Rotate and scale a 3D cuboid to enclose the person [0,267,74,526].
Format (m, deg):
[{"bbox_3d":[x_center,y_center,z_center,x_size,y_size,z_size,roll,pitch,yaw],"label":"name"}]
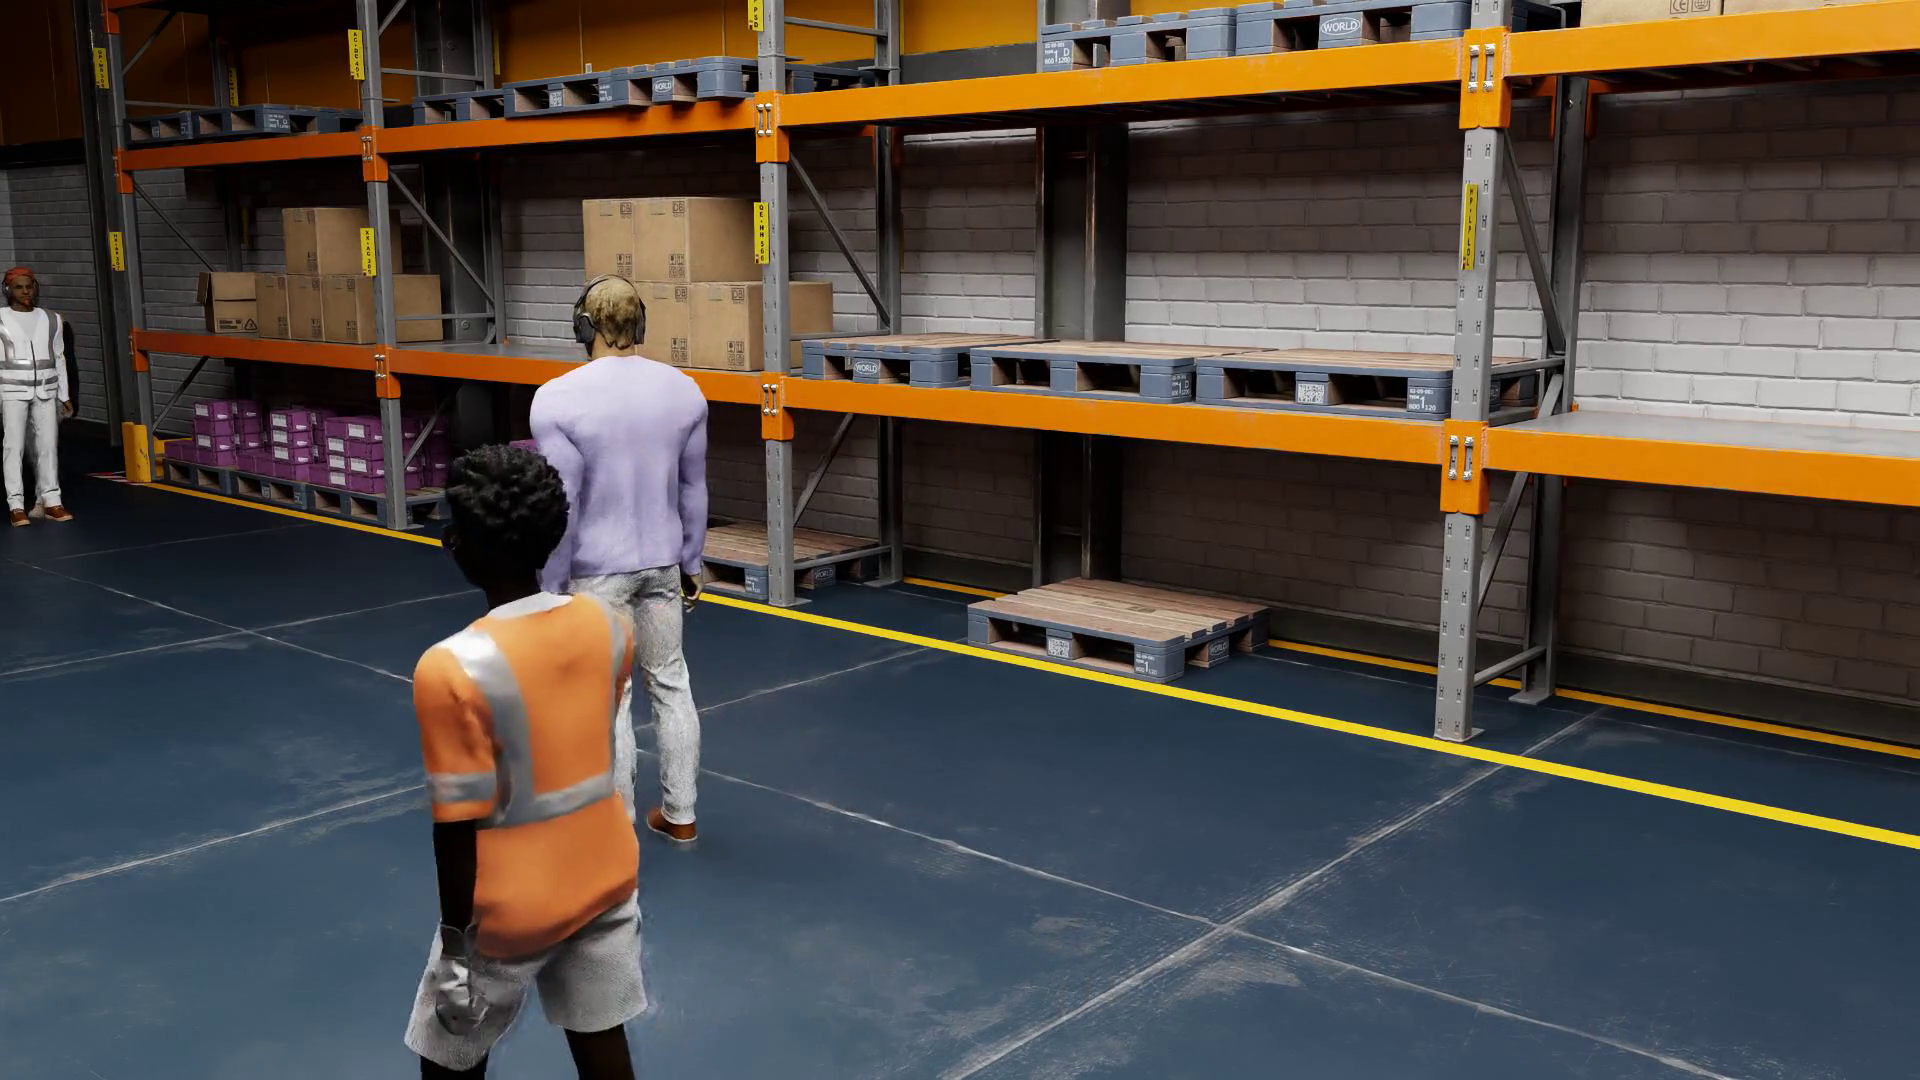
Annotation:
[{"bbox_3d":[-6.835,-1.051,12.217,0.355,1.883,0.573,8,13,40],"label":"person"}]

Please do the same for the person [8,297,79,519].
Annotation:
[{"bbox_3d":[-7.089,-1.091,12.694,0.634,1.808,0.829,-1,10,-6],"label":"person"}]

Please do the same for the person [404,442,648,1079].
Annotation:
[{"bbox_3d":[-0.867,0.653,3.121,0.595,1.681,0.559,6,12,30],"label":"person"}]

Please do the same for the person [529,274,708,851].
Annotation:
[{"bbox_3d":[-1.101,0.109,5.449,0.635,1.937,0.353,-9,14,-42],"label":"person"}]
